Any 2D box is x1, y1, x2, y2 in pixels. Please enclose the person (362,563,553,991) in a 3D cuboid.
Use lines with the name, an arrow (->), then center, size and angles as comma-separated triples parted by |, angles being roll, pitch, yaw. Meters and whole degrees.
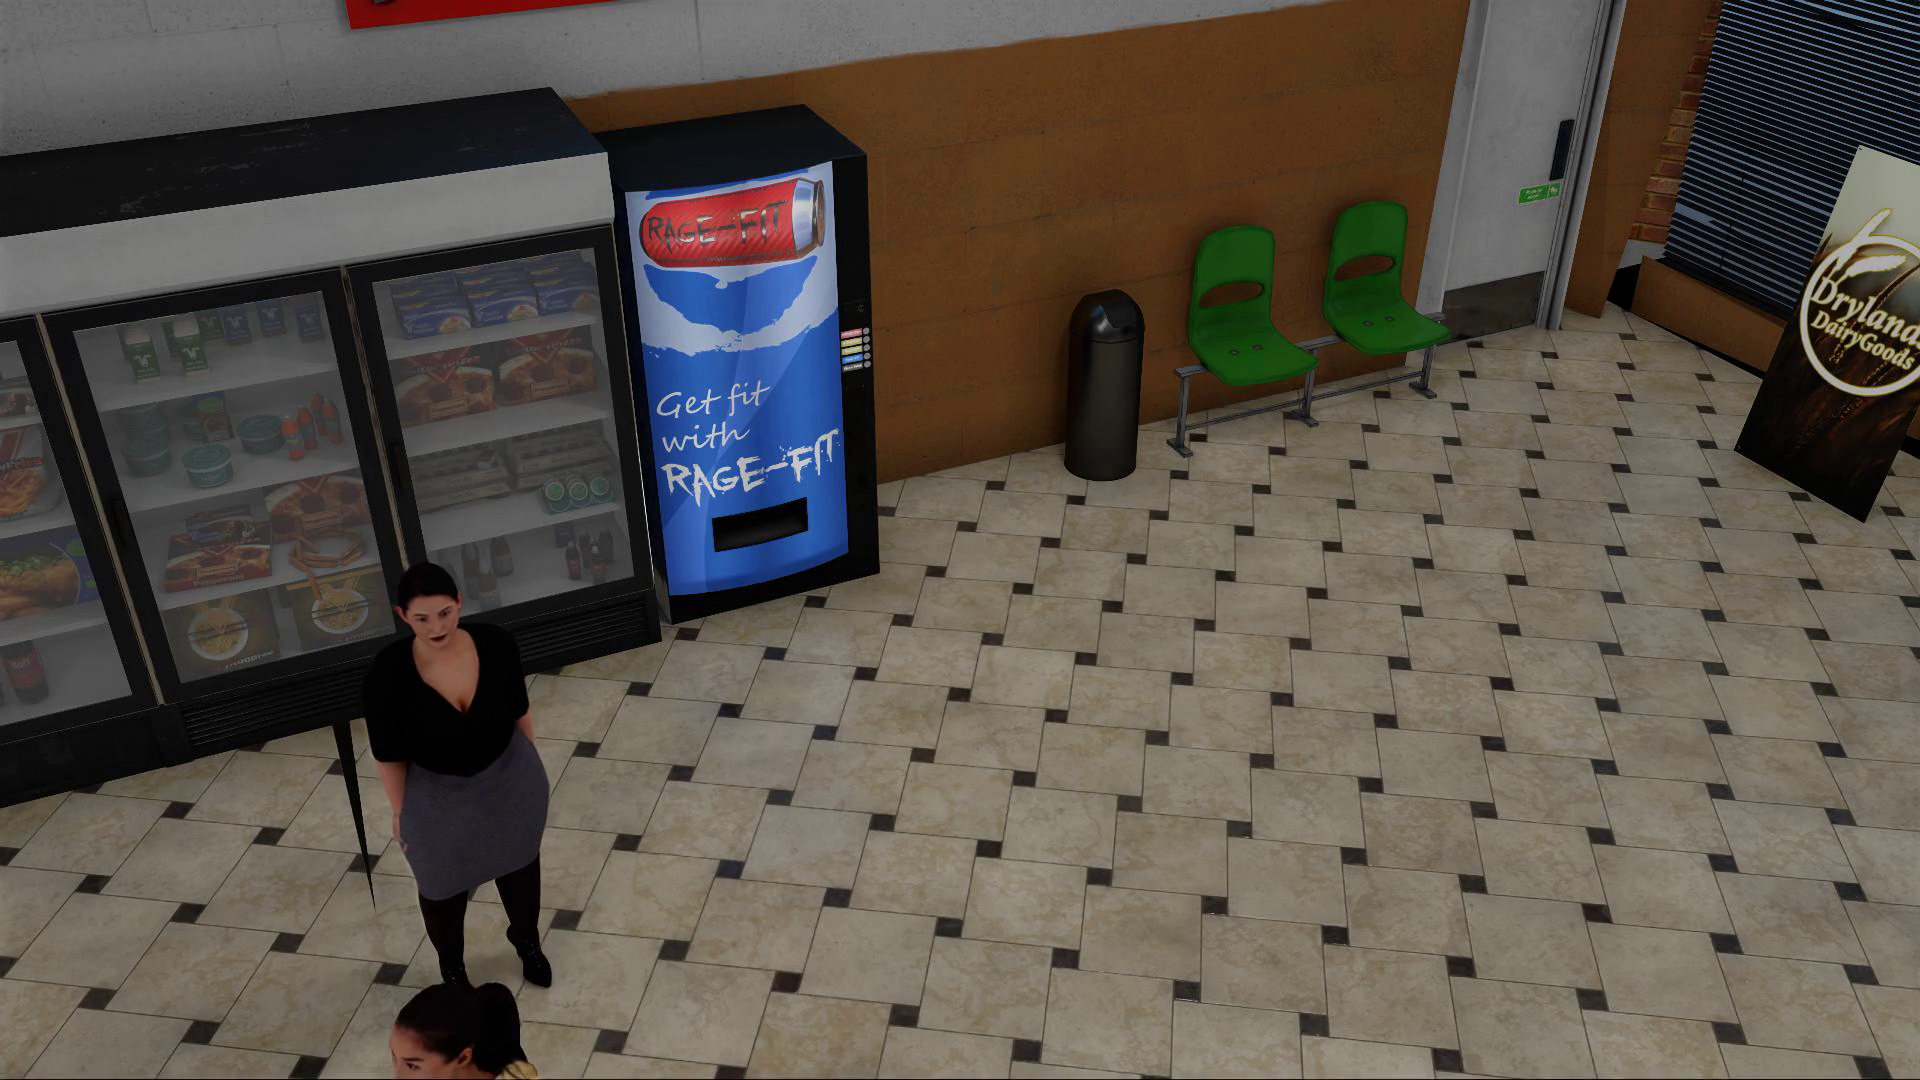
person -> -1.583, 0.811, 5.341 | 0.700, 1.758, 0.655 | -19, 37, -28

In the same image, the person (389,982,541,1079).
person -> -1.082, 1.663, 4.105 | 0.961, 1.616, 0.969 | 18, 36, 26
